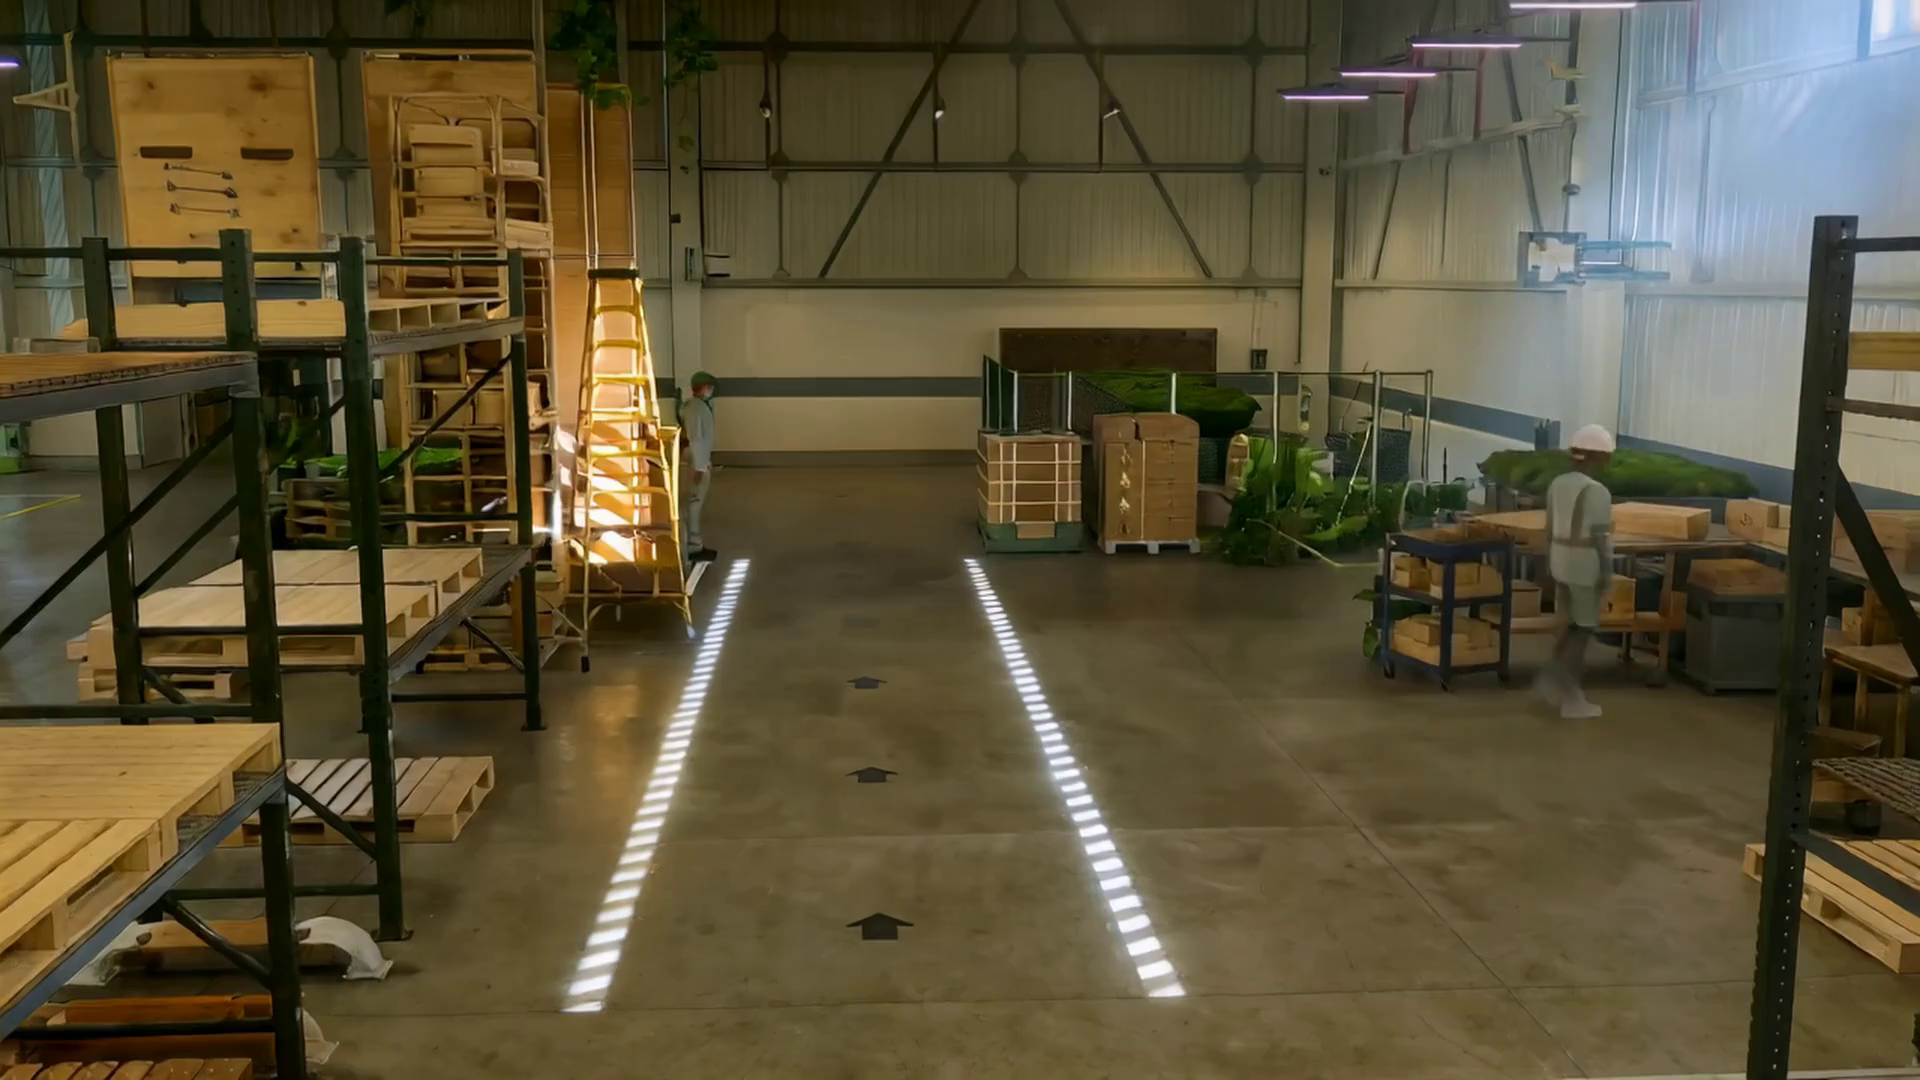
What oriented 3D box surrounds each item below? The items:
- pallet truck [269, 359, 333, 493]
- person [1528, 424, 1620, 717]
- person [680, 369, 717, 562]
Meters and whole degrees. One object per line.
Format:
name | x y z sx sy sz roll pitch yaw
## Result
pallet truck | -7.062 -1.131 18.996 1.885 1.965 0.823 2 9 13
person | 4.042 0.209 10.810 0.389 1.921 0.558 -2 9 -12
person | -2.648 -0.755 16.829 0.351 1.934 0.635 -1 9 -4
